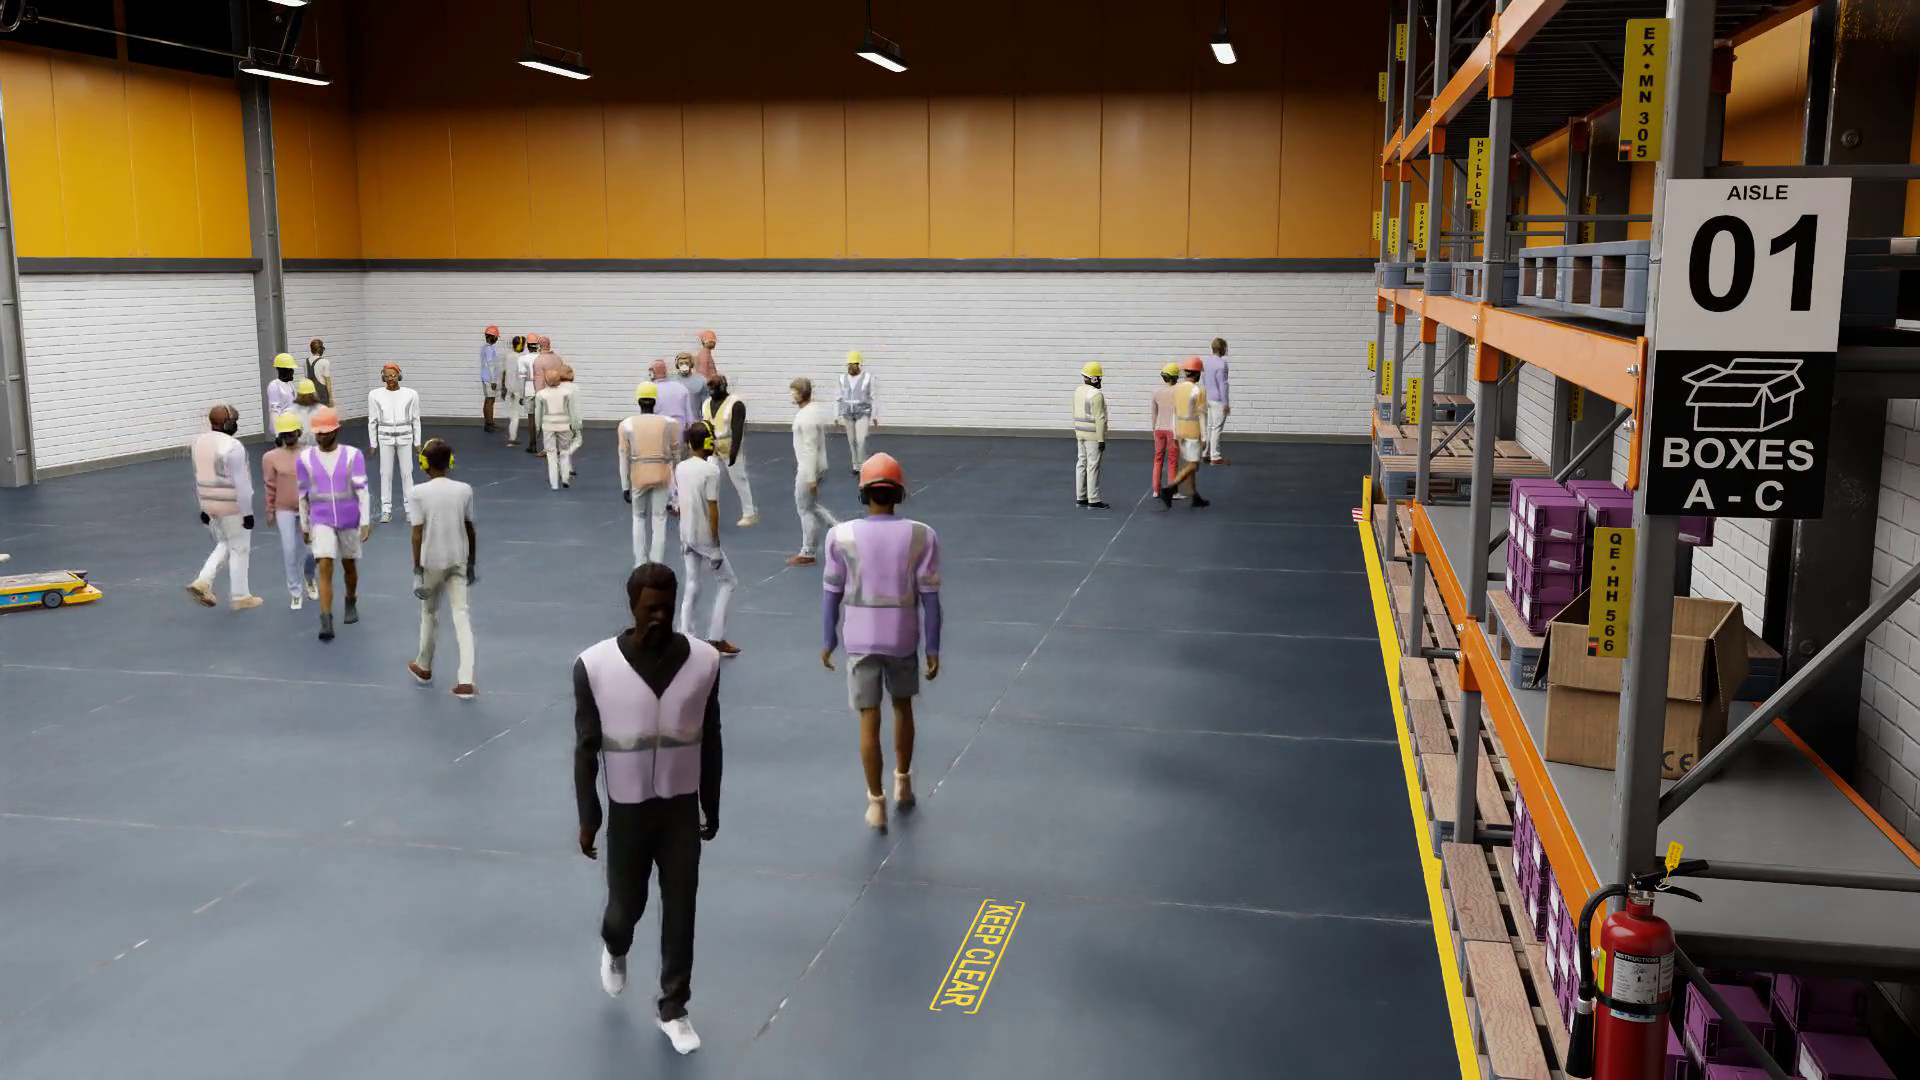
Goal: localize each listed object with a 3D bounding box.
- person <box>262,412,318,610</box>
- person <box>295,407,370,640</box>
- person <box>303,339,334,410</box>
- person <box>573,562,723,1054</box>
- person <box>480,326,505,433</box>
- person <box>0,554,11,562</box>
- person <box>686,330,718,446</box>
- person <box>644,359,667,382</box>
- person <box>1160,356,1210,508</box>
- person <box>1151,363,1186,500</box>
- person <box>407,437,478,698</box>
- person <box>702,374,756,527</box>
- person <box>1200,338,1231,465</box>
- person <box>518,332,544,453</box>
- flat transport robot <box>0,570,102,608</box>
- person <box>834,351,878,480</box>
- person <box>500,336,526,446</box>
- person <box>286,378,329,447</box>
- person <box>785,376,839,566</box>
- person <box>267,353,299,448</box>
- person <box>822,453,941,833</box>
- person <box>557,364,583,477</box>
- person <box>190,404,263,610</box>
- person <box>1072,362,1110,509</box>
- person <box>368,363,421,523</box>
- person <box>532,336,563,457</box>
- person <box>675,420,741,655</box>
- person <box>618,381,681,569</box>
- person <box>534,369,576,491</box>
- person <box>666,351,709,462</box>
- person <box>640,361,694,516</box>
[{"bbox_3d":[-5.834,-0.258,14.649,0.552,1.747,0.374,-4,10,-22],"label":"person"},{"bbox_3d":[-5.152,-0.163,13.709,0.559,1.877,1.048,-3,10,-19],"label":"person"},{"bbox_3d":[-10.287,-2.300,26.701,0.501,1.839,0.342,4,10,23],"label":"person"},{"bbox_3d":[-1.217,1.010,6.530,0.604,1.906,0.626,-5,11,-26],"label":"person"},{"bbox_3d":[-8.465,-2.907,30.068,0.388,1.927,0.547,-5,10,-26],"label":"person"},{"bbox_3d":[-9.997,-0.780,16.904,0.605,2.045,0.379,9,13,42],"label":"person"},{"bbox_3d":[-4.270,-2.502,27.545,0.900,1.967,0.623,-1,9,-6],"label":"person"},{"bbox_3d":[-4.568,-1.984,25.486,0.508,1.605,0.749,-1,9,-4],"label":"person"},{"bbox_3d":[2.799,-1.318,20.553,0.811,1.912,0.553,-7,11,-35],"label":"person"},{"bbox_3d":[2.698,-1.398,21.466,0.525,1.769,0.315,9,13,43],"label":"person"},{"bbox_3d":[-3.668,0.181,11.808,0.537,1.812,0.991,-7,12,-38],"label":"person"},{"bbox_3d":[-2.709,-1.001,19.021,0.639,1.793,0.979,6,11,31],"label":"person"},{"bbox_3d":[3.847,-2.074,25.104,0.400,1.926,0.694,-3,10,-17],"label":"person"},{"bbox_3d":[-6.846,-2.366,26.773,0.547,1.938,0.377,-6,11,-33],"label":"person"},{"bbox_3d":[-8.447,0.470,14.704,1.431,0.197,0.652,-7,12,-38],"label":"flat transport robot"},{"bbox_3d":[-1.506,-1.759,23.513,0.619,1.802,0.739,3,10,17],"label":"person"},{"bbox_3d":[-7.410,-2.498,27.853,0.534,1.839,0.502,5,11,28],"label":"person"},{"bbox_3d":[-7.515,-1.009,19.226,0.500,1.728,0.448,-5,10,-26],"label":"person"},{"bbox_3d":[-1.433,-0.681,16.695,0.596,1.921,0.643,0,9,-2],"label":"person"},{"bbox_3d":[-8.438,-1.378,20.859,0.382,1.924,0.594,0,9,-2],"label":"person"},{"bbox_3d":[-0.439,0.534,9.062,0.626,2.015,0.739,-1,10,-9],"label":"person"},{"bbox_3d":[-5.616,-1.681,23.598,0.520,1.614,0.482,5,11,27],"label":"person"},{"bbox_3d":[-6.416,-0.275,14.505,0.634,1.825,0.500,6,11,32],"label":"person"},{"bbox_3d":[1.636,-1.296,20.648,0.404,1.832,0.600,-5,11,-27],"label":"person"},{"bbox_3d":[-6.644,-1.141,19.573,0.583,1.877,0.338,-3,10,-18],"label":"person"},{"bbox_3d":[-6.530,-2.259,26.245,0.402,1.904,0.639,4,10,22],"label":"person"},{"bbox_3d":[-1.926,0.006,12.754,0.573,1.846,0.620,8,13,42],"label":"person"},{"bbox_3d":[-3.010,-0.591,16.186,0.597,1.904,0.673,-2,10,-10],"label":"person"},{"bbox_3d":[-5.454,-1.484,22.404,0.543,1.615,0.583,-3,10,-17],"label":"person"},{"bbox_3d":[-3.473,-1.423,21.094,0.631,1.940,0.372,-2,10,-14],"label":"person"},{"bbox_3d":[-3.616,-1.238,20.208,0.662,1.859,0.903,-8,12,-41],"label":"person"}]
